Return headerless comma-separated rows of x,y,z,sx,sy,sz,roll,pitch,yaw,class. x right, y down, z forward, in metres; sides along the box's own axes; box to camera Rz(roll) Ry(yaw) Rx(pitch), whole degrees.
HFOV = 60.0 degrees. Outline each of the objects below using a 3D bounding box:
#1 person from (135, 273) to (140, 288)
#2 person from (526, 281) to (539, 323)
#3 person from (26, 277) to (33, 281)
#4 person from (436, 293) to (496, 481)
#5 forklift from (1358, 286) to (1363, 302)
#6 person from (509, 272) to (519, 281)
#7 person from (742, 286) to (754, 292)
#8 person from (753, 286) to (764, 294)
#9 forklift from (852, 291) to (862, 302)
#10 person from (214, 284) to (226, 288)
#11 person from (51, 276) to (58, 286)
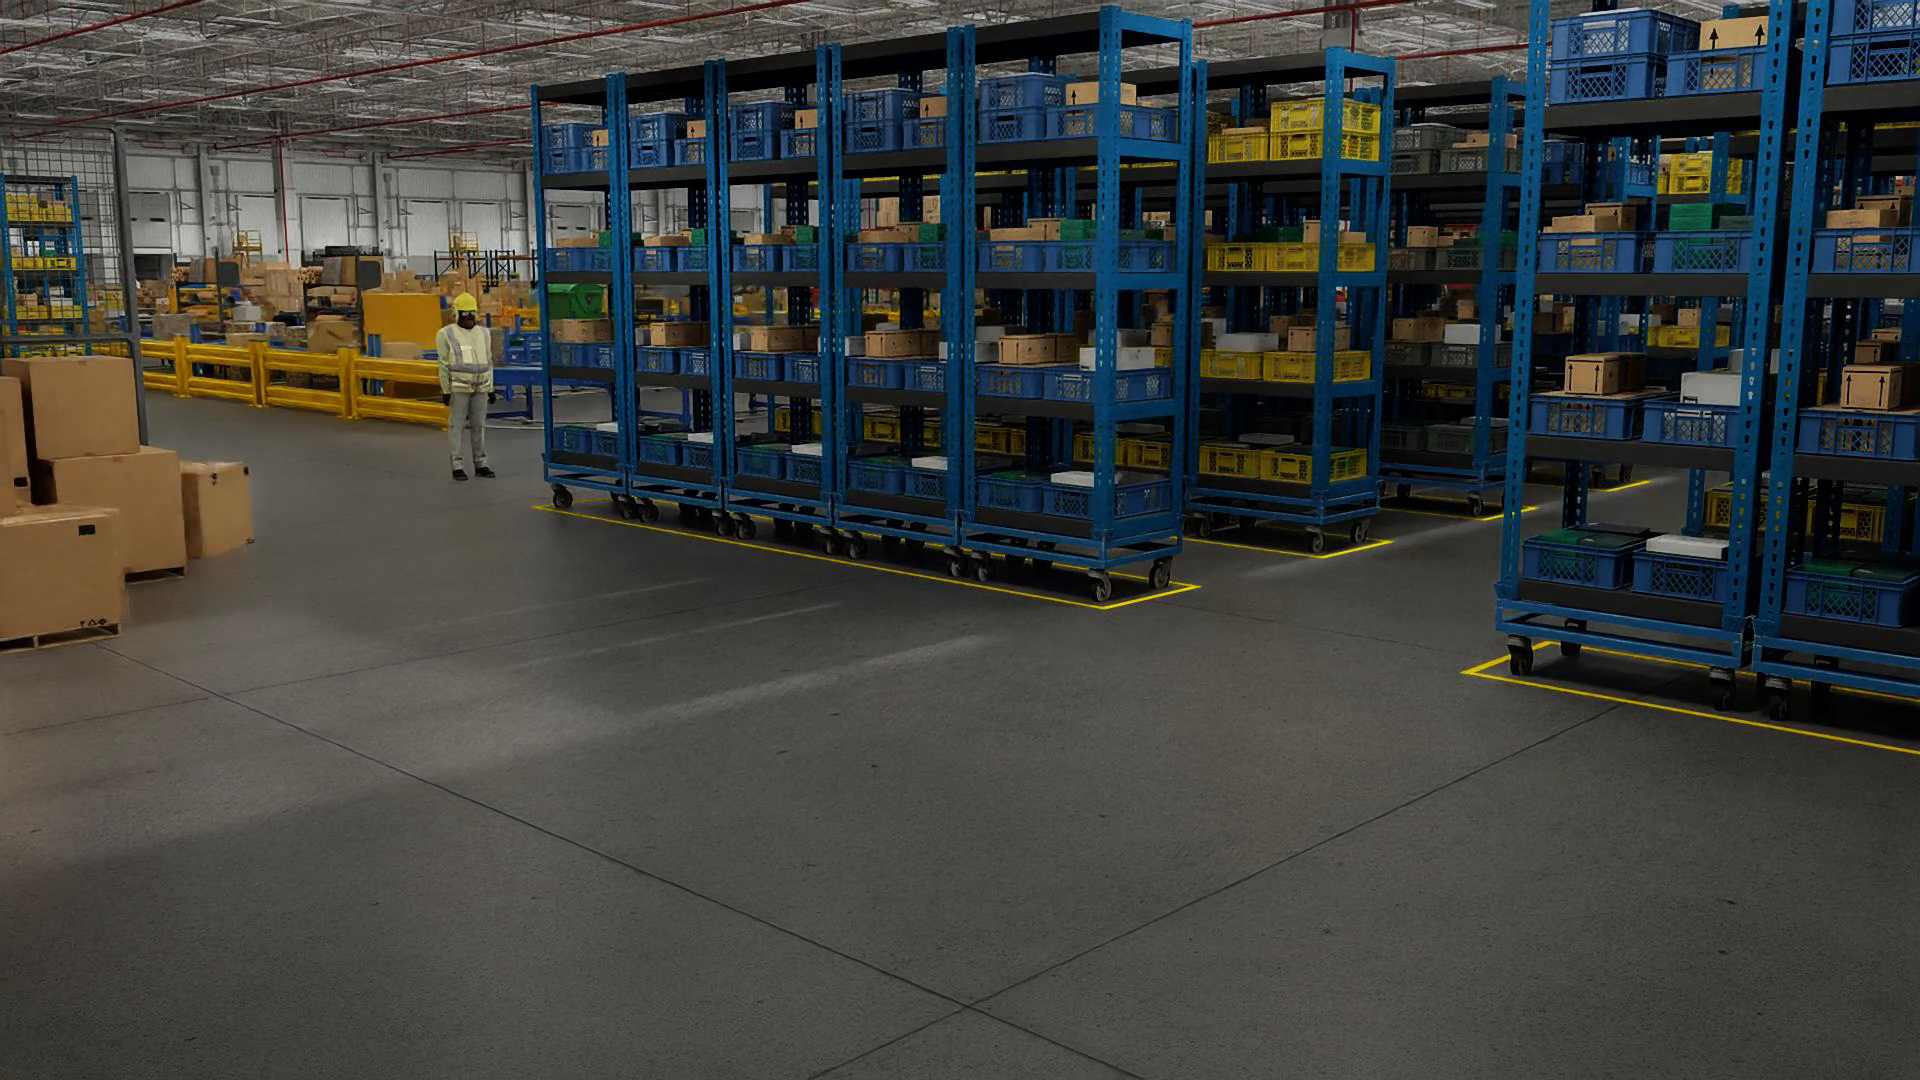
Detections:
-32.683,-9.629,65.858,0.543,1.941,0.352,6,11,33,person
-15.384,-8.513,59.908,0.554,1.641,0.873,8,12,42,person
-41.358,-10.976,74.172,0.614,1.925,0.811,0,9,-2,person
-4.842,-1.507,16.384,0.404,1.833,0.589,8,12,42,person
11.100,-7.017,46.970,1.873,2.768,1.129,9,13,43,forklift
-21.925,-12.198,81.696,0.710,1.898,0.626,8,12,39,person
-8.710,-10.259,69.412,0.701,2.000,0.710,-8,12,-41,person
-8.142,-9.805,67.016,0.627,1.911,0.998,7,12,37,person
-5.300,-11.580,74.943,1.873,2.768,1.129,9,13,43,forklift
-26.347,-8.550,59.380,0.555,1.903,0.962,5,10,28,person
-40.094,-10.890,73.912,0.430,1.838,0.619,9,13,44,person
